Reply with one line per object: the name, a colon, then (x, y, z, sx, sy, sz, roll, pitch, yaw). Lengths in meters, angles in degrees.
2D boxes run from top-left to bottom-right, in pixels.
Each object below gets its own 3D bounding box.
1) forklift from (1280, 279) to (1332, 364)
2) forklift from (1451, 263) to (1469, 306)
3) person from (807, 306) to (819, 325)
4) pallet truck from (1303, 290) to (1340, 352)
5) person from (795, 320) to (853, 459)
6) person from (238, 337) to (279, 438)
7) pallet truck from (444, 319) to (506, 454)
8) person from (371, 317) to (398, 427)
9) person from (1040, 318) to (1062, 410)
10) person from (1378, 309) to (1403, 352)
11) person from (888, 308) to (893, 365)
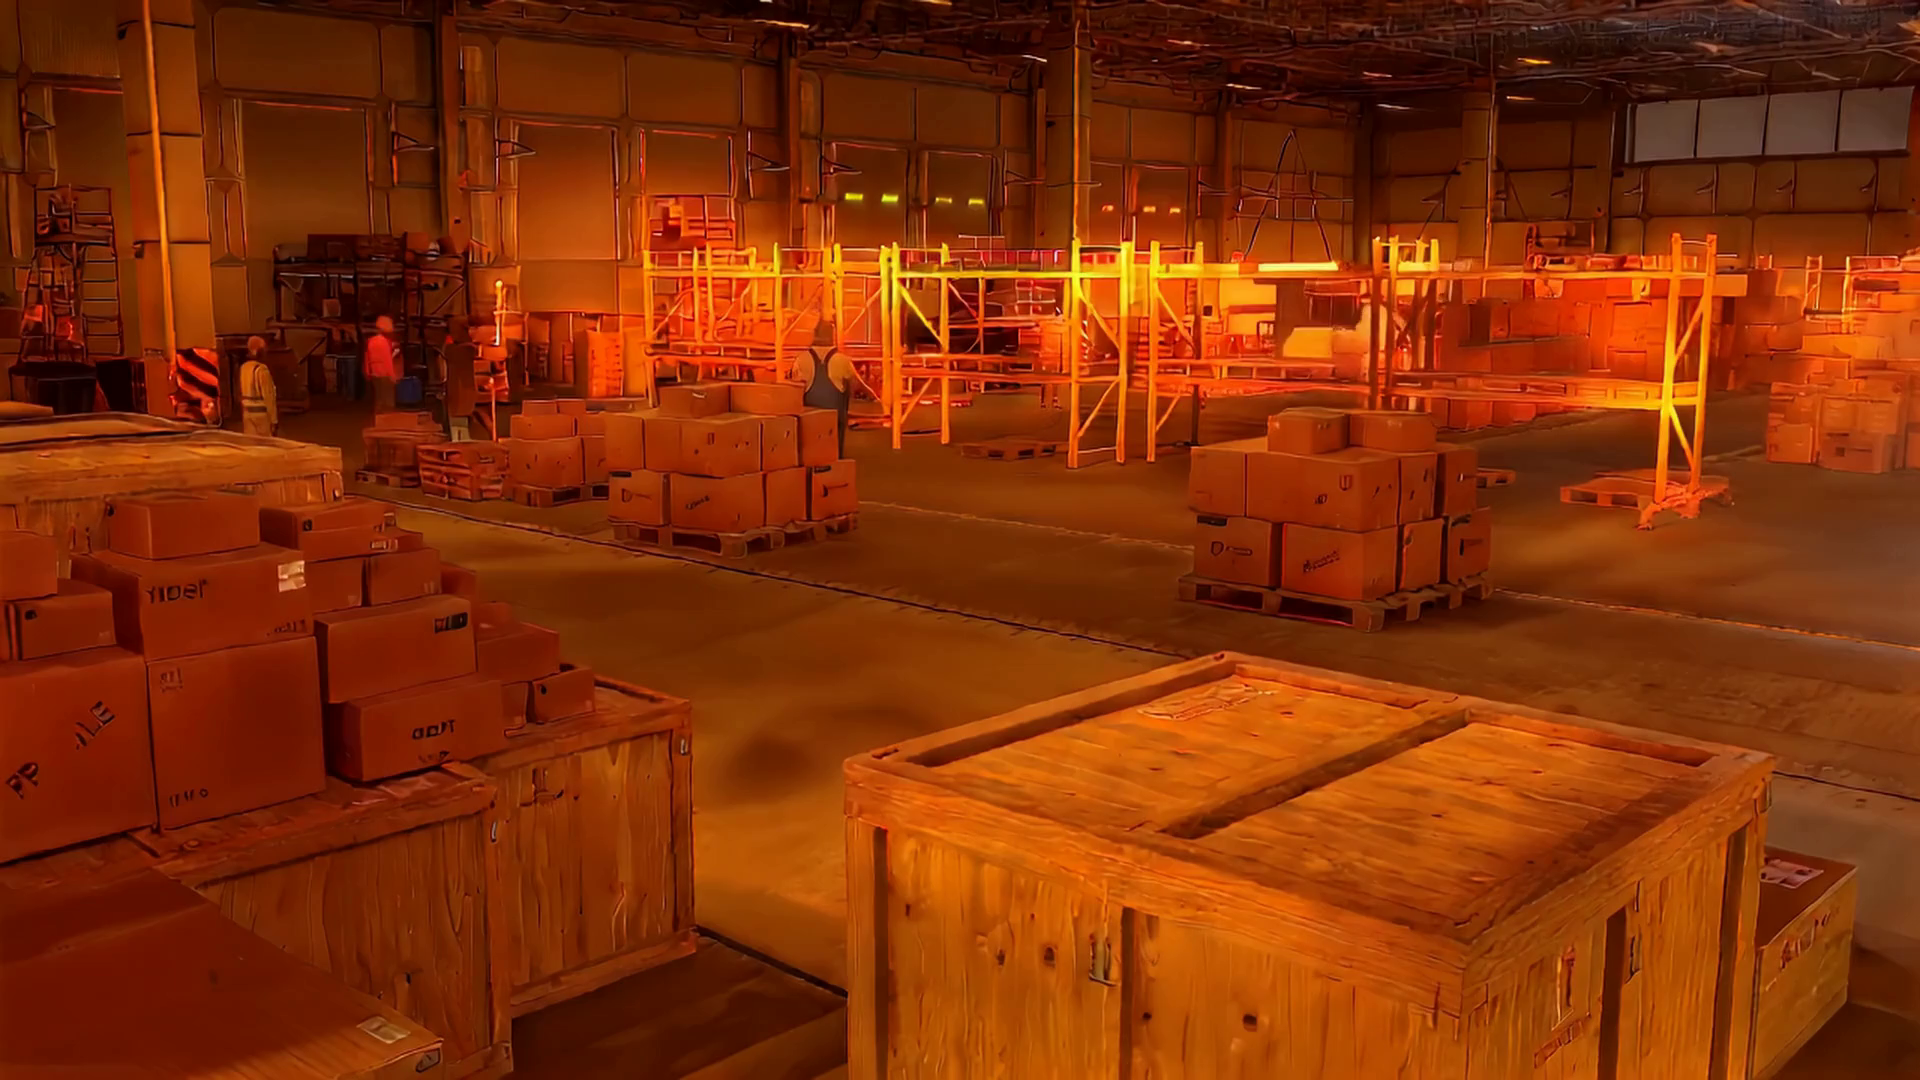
forklift: (8.964, -6.040, 44.578, 1.873, 2.768, 1.129, 5, 10, 28)
forklift: (13.960, -6.381, 46.670, 1.873, 2.768, 1.129, 3, 10, 17)
person: (-4.051, -5.416, 44.447, 0.686, 1.668, 0.552, -6, 11, -34)
pallet truck: (11.297, -6.951, 52.861, 1.885, 1.965, 0.823, -5, 11, -29)
person: (-1.632, -1.649, 20.223, 0.686, 2.000, 0.538, 0, 9, 3)
person: (-7.995, -1.375, 19.031, 0.575, 1.882, 0.355, 7, 12, 37)
pallet truck: (-6.981, -1.942, 22.150, 1.885, 1.965, 0.823, 1, 9, 9)
person: (-9.453, -2.702, 27.177, 0.504, 1.885, 0.664, -8, 12, -41)
person: (1.741, -3.333, 31.493, 0.488, 1.736, 0.323, -5, 11, -30)
person: (9.887, -4.518, 38.205, 0.630, 1.915, 0.895, 7, 11, 36)
person: (-1.798, -5.224, 43.372, 0.311, 1.639, 0.521, -2, 9, -10)
